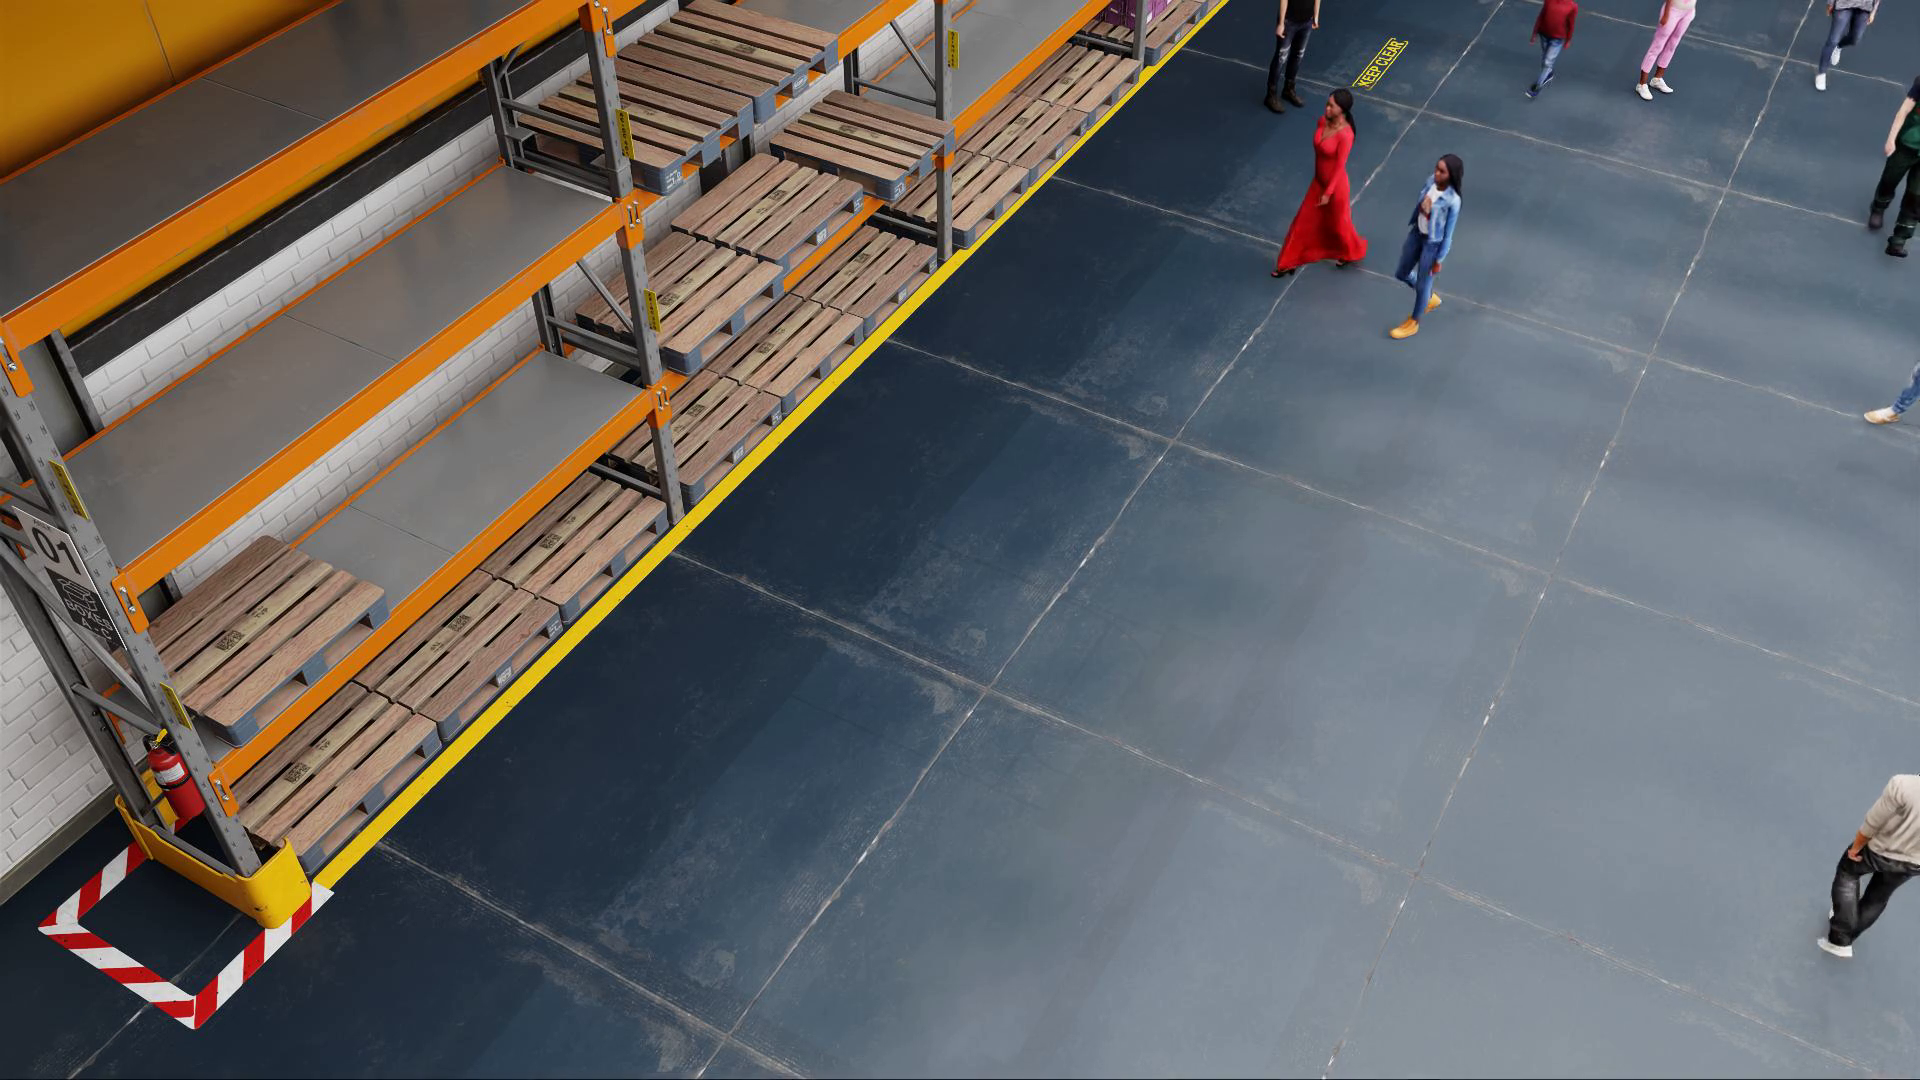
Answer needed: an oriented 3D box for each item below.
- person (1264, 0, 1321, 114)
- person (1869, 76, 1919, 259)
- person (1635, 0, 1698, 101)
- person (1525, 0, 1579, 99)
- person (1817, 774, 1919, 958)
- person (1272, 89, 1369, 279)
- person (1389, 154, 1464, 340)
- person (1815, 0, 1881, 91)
[{"bbox_3d":[3.285,-5.140,16.330,0.692,1.894,0.799,-19,47,-19],"label":"person"},{"bbox_3d":[8.417,-3.491,14.630,0.904,1.851,1.272,12,45,12],"label":"person"},{"bbox_3d":[7.153,-5.269,16.577,0.616,1.740,0.712,-19,47,-18],"label":"person"},{"bbox_3d":[6.016,-5.124,16.798,0.655,1.226,0.924,34,53,31],"label":"person"},{"bbox_3d":[5.172,1.767,9.150,0.749,1.798,0.790,10,45,11],"label":"person"},{"bbox_3d":[3.234,-3.015,14.207,1.209,1.746,0.993,-21,48,-21],"label":"person"},{"bbox_3d":[3.904,-2.410,13.602,0.871,1.705,0.807,-14,45,-15],"label":"person"},{"bbox_3d":[8.999,-5.427,16.761,0.742,1.717,0.903,11,45,11],"label":"person"}]
